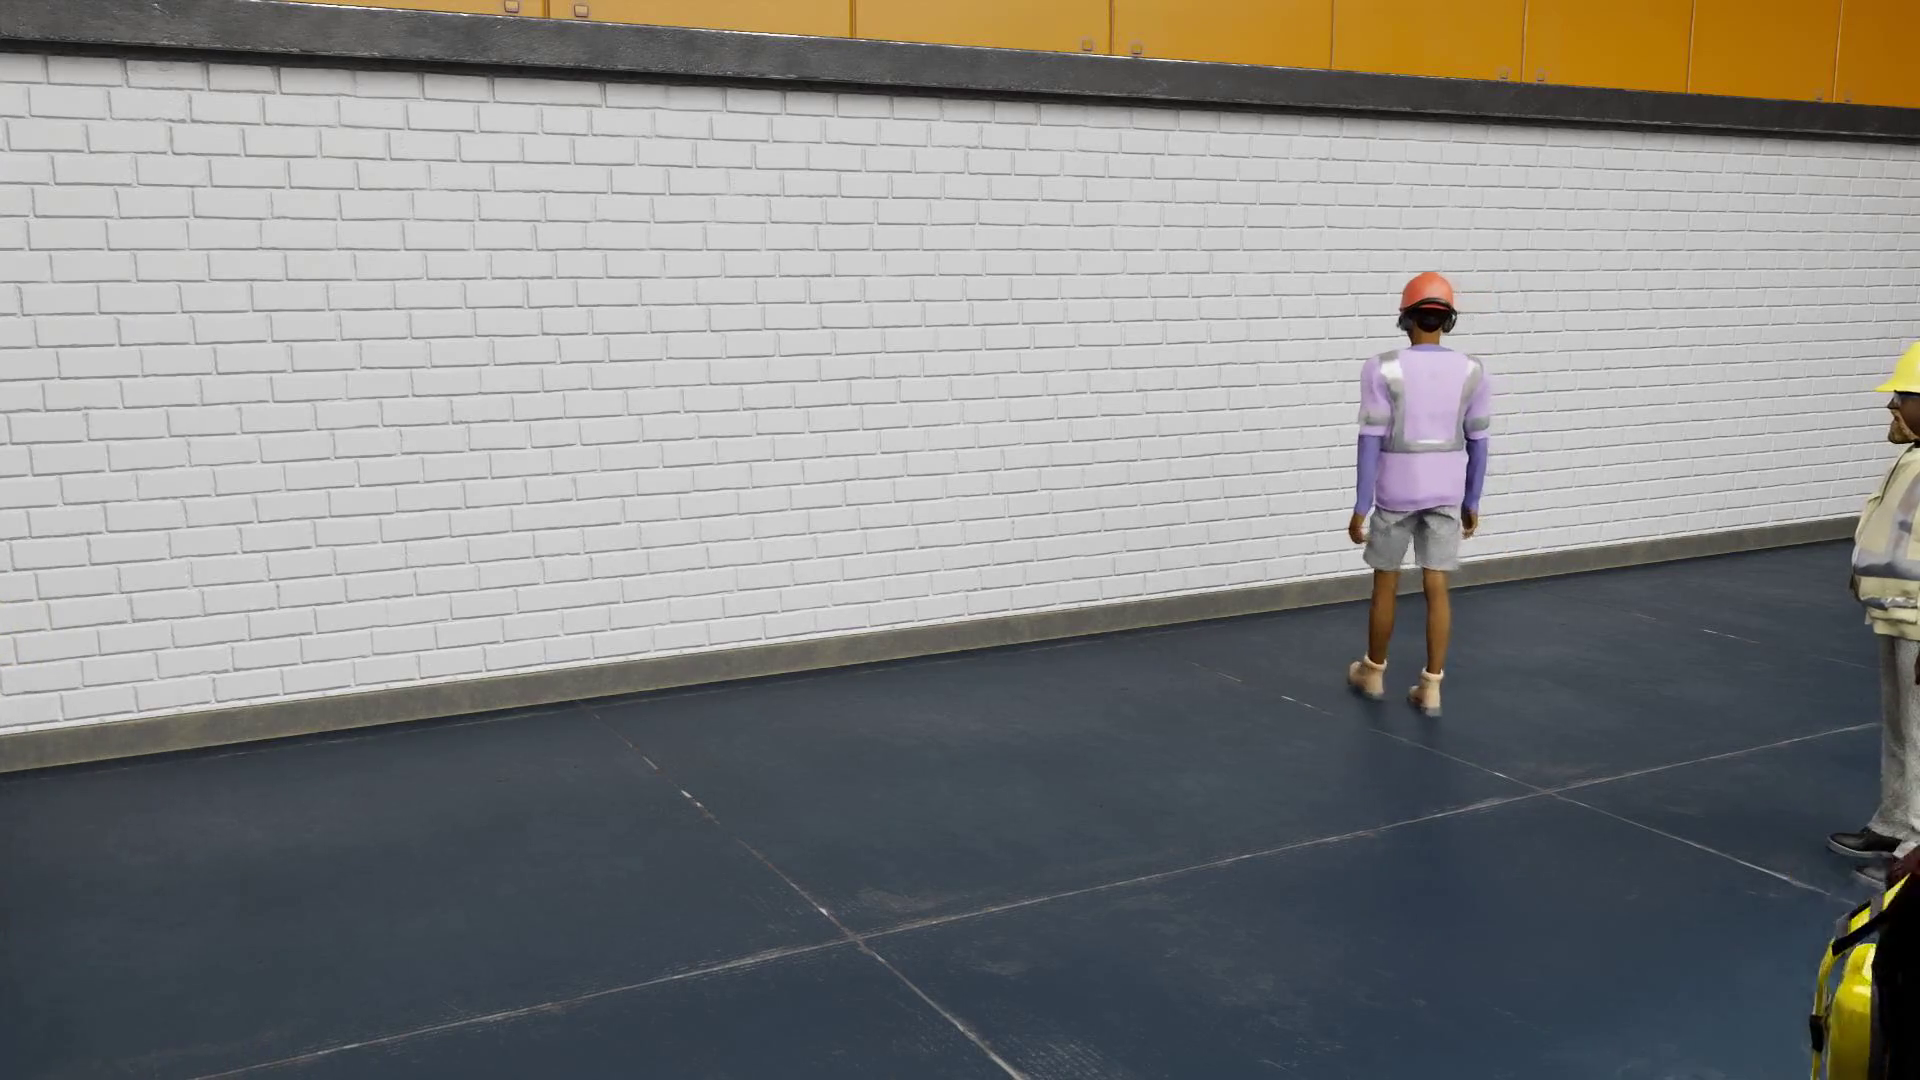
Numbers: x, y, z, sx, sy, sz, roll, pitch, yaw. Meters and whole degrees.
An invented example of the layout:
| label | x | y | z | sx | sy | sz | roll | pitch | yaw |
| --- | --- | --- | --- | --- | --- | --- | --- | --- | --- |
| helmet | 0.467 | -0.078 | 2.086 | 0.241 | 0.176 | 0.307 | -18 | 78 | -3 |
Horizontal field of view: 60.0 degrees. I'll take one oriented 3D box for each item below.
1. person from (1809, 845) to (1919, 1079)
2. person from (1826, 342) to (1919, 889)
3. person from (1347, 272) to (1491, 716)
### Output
| label | x | y | z | sx | sy | sz | roll | pitch | yaw |
| --- | --- | --- | --- | --- | --- | --- | --- | --- | --- |
| person | 0.658 | 1.026 | 1.223 | 0.606 | 1.806 | 1.018 | 5 | 11 | 27 |
| person | 3.197 | 0.256 | 5.566 | 0.404 | 1.833 | 0.591 | 3 | 10 | 16 |
| person | 2.104 | -0.217 | 7.749 | 0.639 | 2.041 | 0.574 | -1 | 10 | -3 |
